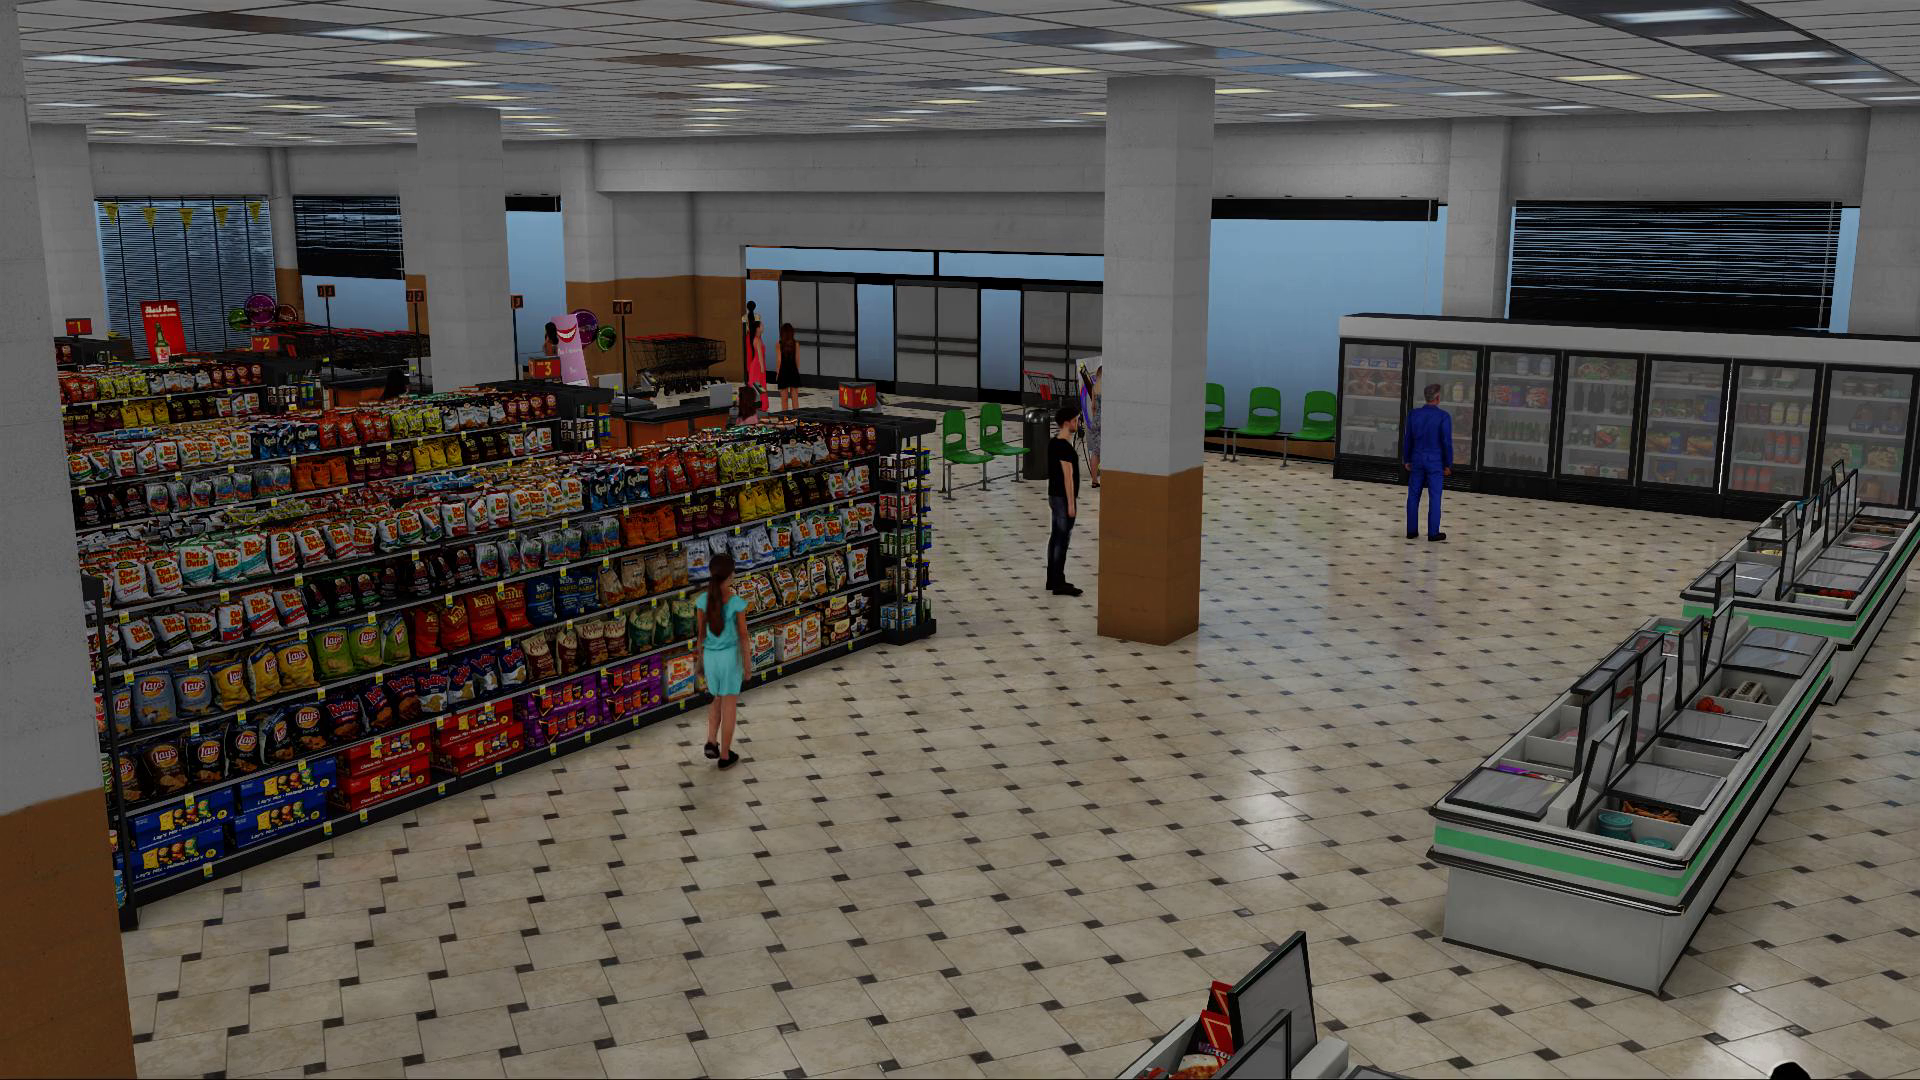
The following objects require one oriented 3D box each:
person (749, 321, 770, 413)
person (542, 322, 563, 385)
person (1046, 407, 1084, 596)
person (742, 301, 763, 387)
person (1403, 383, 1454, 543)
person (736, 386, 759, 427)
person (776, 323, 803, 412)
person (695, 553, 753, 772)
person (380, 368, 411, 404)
[{"bbox_3d":[-3.651,-3.103,30.077,0.749,1.727,0.714,-4,13,-18],"label":"person"},{"bbox_3d":[-7.539,-3.215,30.810,0.784,1.645,0.635,2,12,9],"label":"person"},{"bbox_3d":[1.037,-0.407,16.869,0.798,1.895,0.746,-2,12,-11],"label":"person"},{"bbox_3d":[-4.311,-4.076,34.542,0.643,1.792,0.747,-5,13,-21],"label":"person"},{"bbox_3d":[5.463,-0.914,19.443,0.737,1.827,0.543,9,15,37],"label":"person"},{"bbox_3d":[-2.460,-0.907,19.471,0.730,1.802,0.690,-3,12,-15],"label":"person"},{"bbox_3d":[-2.911,-2.763,28.204,0.631,1.835,0.727,-5,13,-21],"label":"person"},{"bbox_3d":[-1.689,0.868,11.647,0.616,1.551,0.671,4,13,19],"label":"person"},{"bbox_3d":[-7.533,-1.414,22.218,1.035,1.661,1.174,0,12,-2],"label":"person"}]
